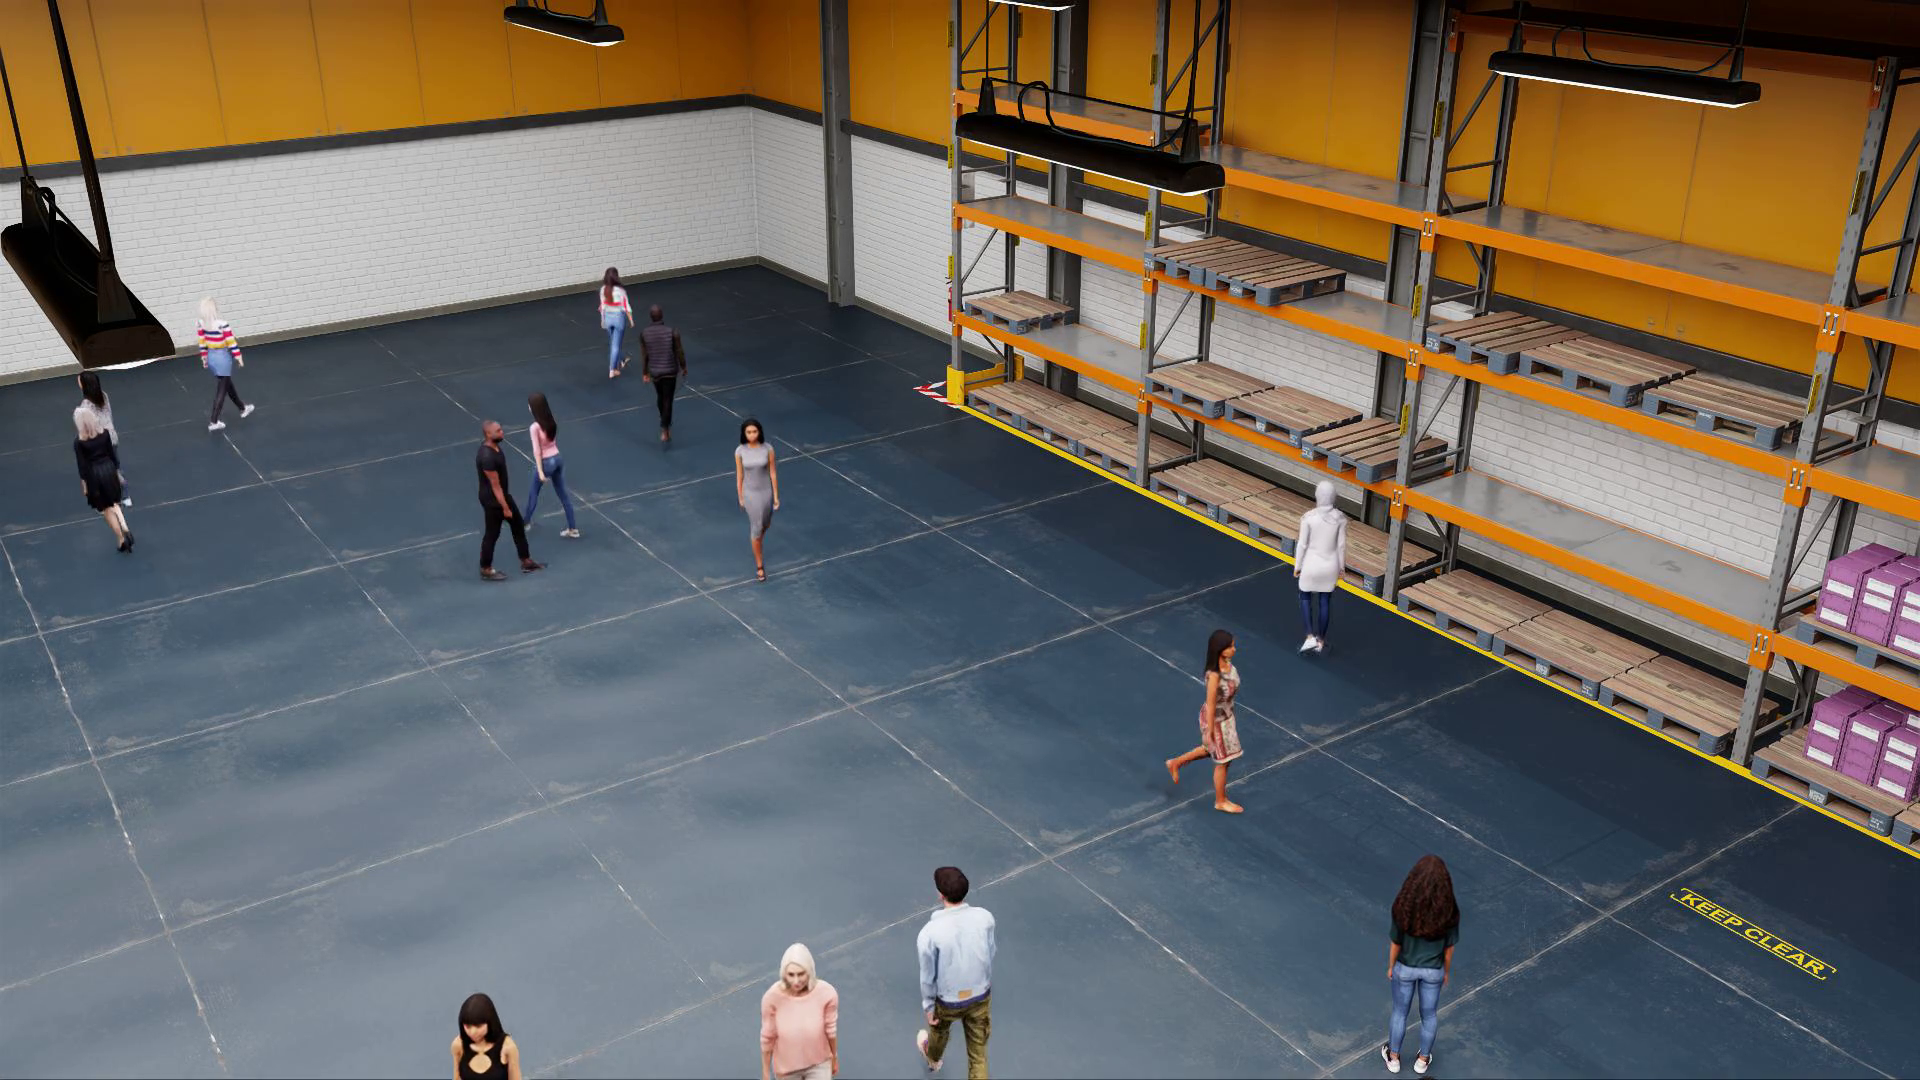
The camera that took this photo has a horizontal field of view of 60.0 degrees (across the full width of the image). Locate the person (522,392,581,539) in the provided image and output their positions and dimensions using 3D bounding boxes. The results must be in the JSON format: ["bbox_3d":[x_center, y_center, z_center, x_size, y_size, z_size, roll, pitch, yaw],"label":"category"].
[{"bbox_3d":[-4.575,-0.821,18.774,1.159,1.709,0.947,11,26,23],"label":"person"}]

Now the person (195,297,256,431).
[{"bbox_3d":[-9.896,-2.318,22.129,1.183,1.764,1.167,7,25,16],"label":"person"}]

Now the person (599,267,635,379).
[{"bbox_3d":[-5.076,-3.151,24.262,0.990,1.583,0.996,8,25,17],"label":"person"}]

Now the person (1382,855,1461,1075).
[{"bbox_3d":[2.964,2.742,10.737,0.715,1.617,0.774,4,24,9],"label":"person"}]

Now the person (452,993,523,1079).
[{"bbox_3d":[-2.670,3.236,9.581,0.696,1.638,0.733,0,24,-1],"label":"person"}]

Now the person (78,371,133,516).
[{"bbox_3d":[-10.063,-1.160,19.521,0.741,1.732,0.674,3,24,7],"label":"person"}]

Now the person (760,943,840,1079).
[{"bbox_3d":[-0.946,3.071,9.906,1.005,1.680,1.225,-2,24,-4],"label":"person"}]

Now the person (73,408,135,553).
[{"bbox_3d":[-9.382,-0.616,18.277,0.853,1.732,0.770,16,28,32],"label":"person"}]

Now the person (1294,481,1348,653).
[{"bbox_3d":[3.497,0.297,16.136,0.854,1.773,0.914,1,24,3],"label":"person"}]

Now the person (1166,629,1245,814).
[{"bbox_3d":[2.033,1.469,13.635,1.052,1.629,0.910,10,26,22],"label":"person"}]

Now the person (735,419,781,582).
[{"bbox_3d":[-2.179,-0.479,17.944,0.842,1.746,1.158,-6,24,-14],"label":"person"}]

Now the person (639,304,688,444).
[{"bbox_3d":[-3.871,-2.128,21.656,1.176,1.795,1.285,2,24,5],"label":"person"}]

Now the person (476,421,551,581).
[{"bbox_3d":[-5.033,-0.398,17.699,1.024,1.794,1.039,-1,24,-3],"label":"person"}]

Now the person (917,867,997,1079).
[{"bbox_3d":[0.031,2.875,10.247,0.919,1.767,1.230,-7,25,-15],"label":"person"}]
